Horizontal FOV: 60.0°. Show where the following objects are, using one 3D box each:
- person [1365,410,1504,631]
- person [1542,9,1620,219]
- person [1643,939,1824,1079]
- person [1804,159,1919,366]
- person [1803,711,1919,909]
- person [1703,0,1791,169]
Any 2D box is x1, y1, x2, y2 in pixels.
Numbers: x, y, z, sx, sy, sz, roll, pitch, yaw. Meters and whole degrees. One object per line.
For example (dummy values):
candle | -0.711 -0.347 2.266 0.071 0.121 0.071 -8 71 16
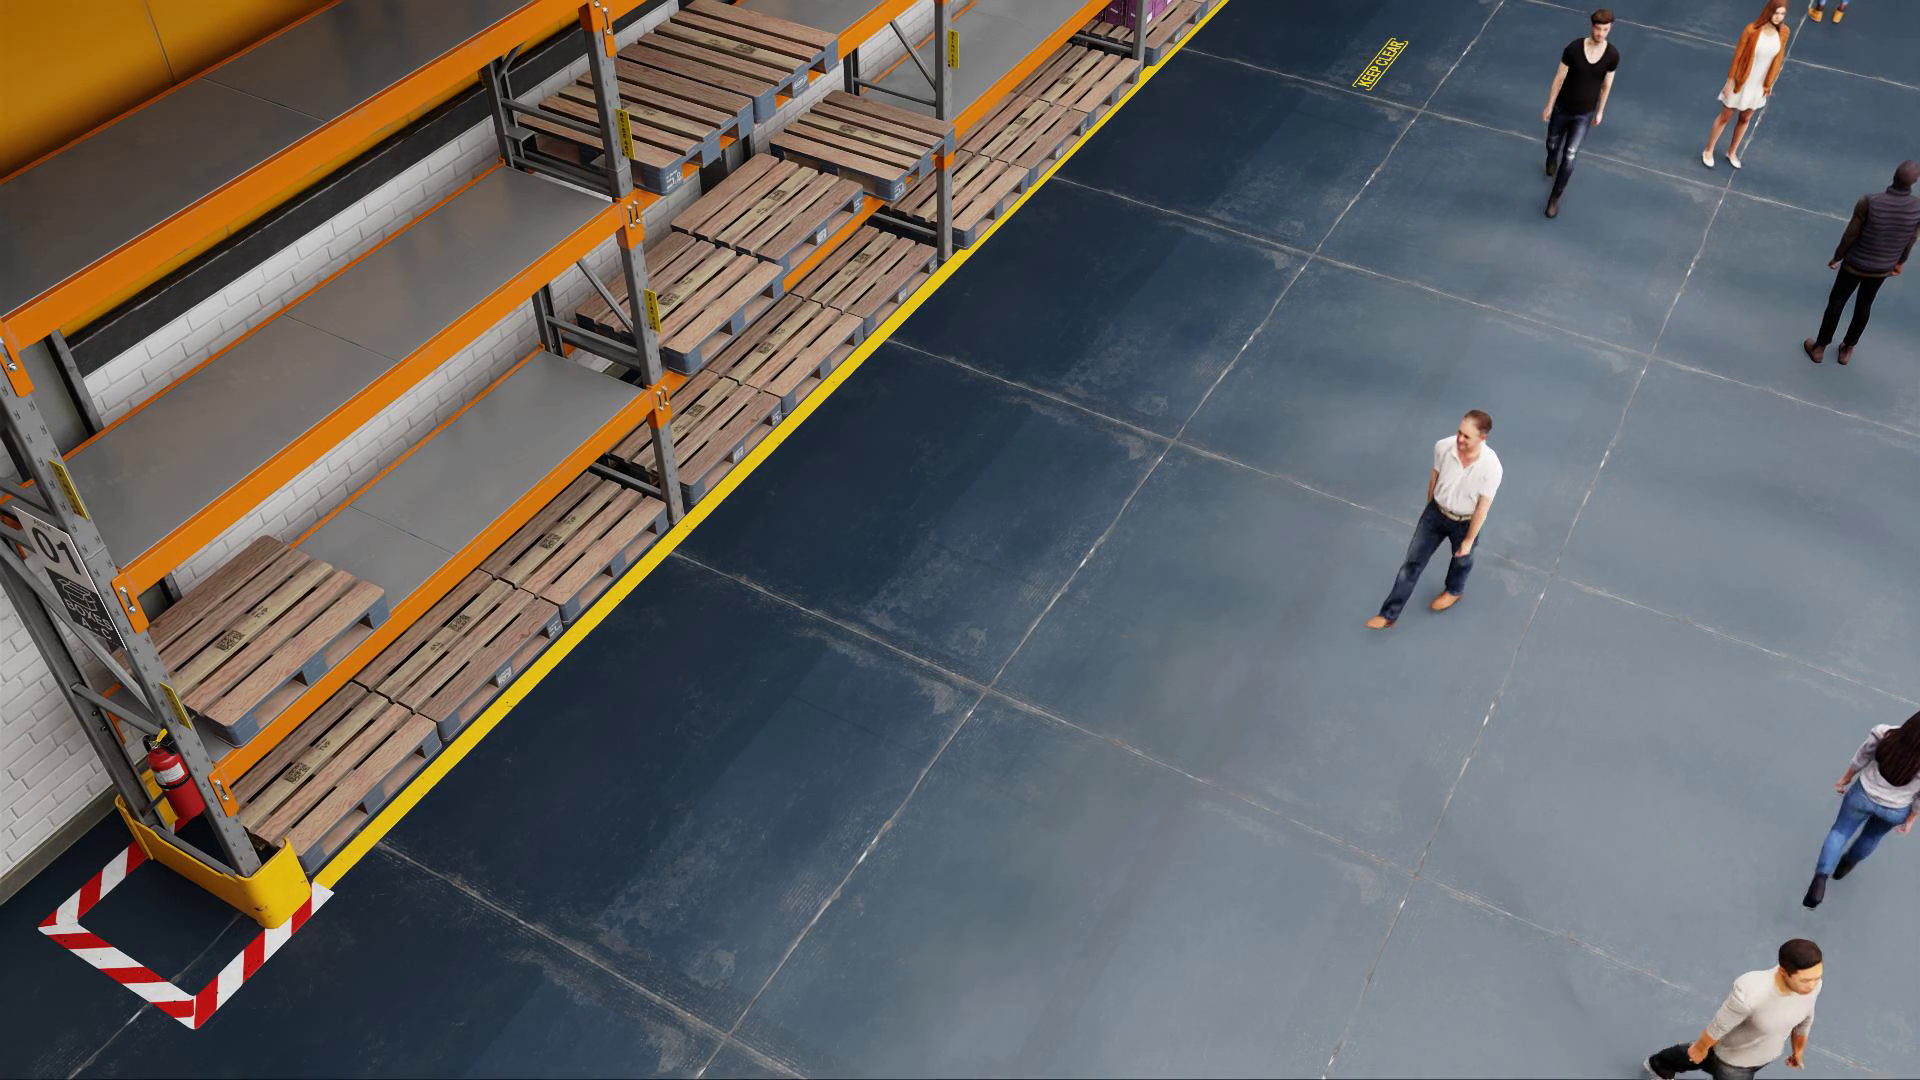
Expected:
person | 3.399 -0.174 11.176 1.238 1.814 0.905 -32 52 -29
person | 5.575 -3.951 15.100 0.793 1.870 1.203 14 45 15
person | 3.905 2.485 8.419 1.177 1.767 1.174 -15 46 -15
person | 7.260 -2.219 13.307 0.769 1.835 0.695 7 44 7
person | 5.230 1.543 9.522 0.711 1.609 0.974 31 51 28
person | 7.396 -4.308 15.587 0.693 1.716 0.718 0 44 0
